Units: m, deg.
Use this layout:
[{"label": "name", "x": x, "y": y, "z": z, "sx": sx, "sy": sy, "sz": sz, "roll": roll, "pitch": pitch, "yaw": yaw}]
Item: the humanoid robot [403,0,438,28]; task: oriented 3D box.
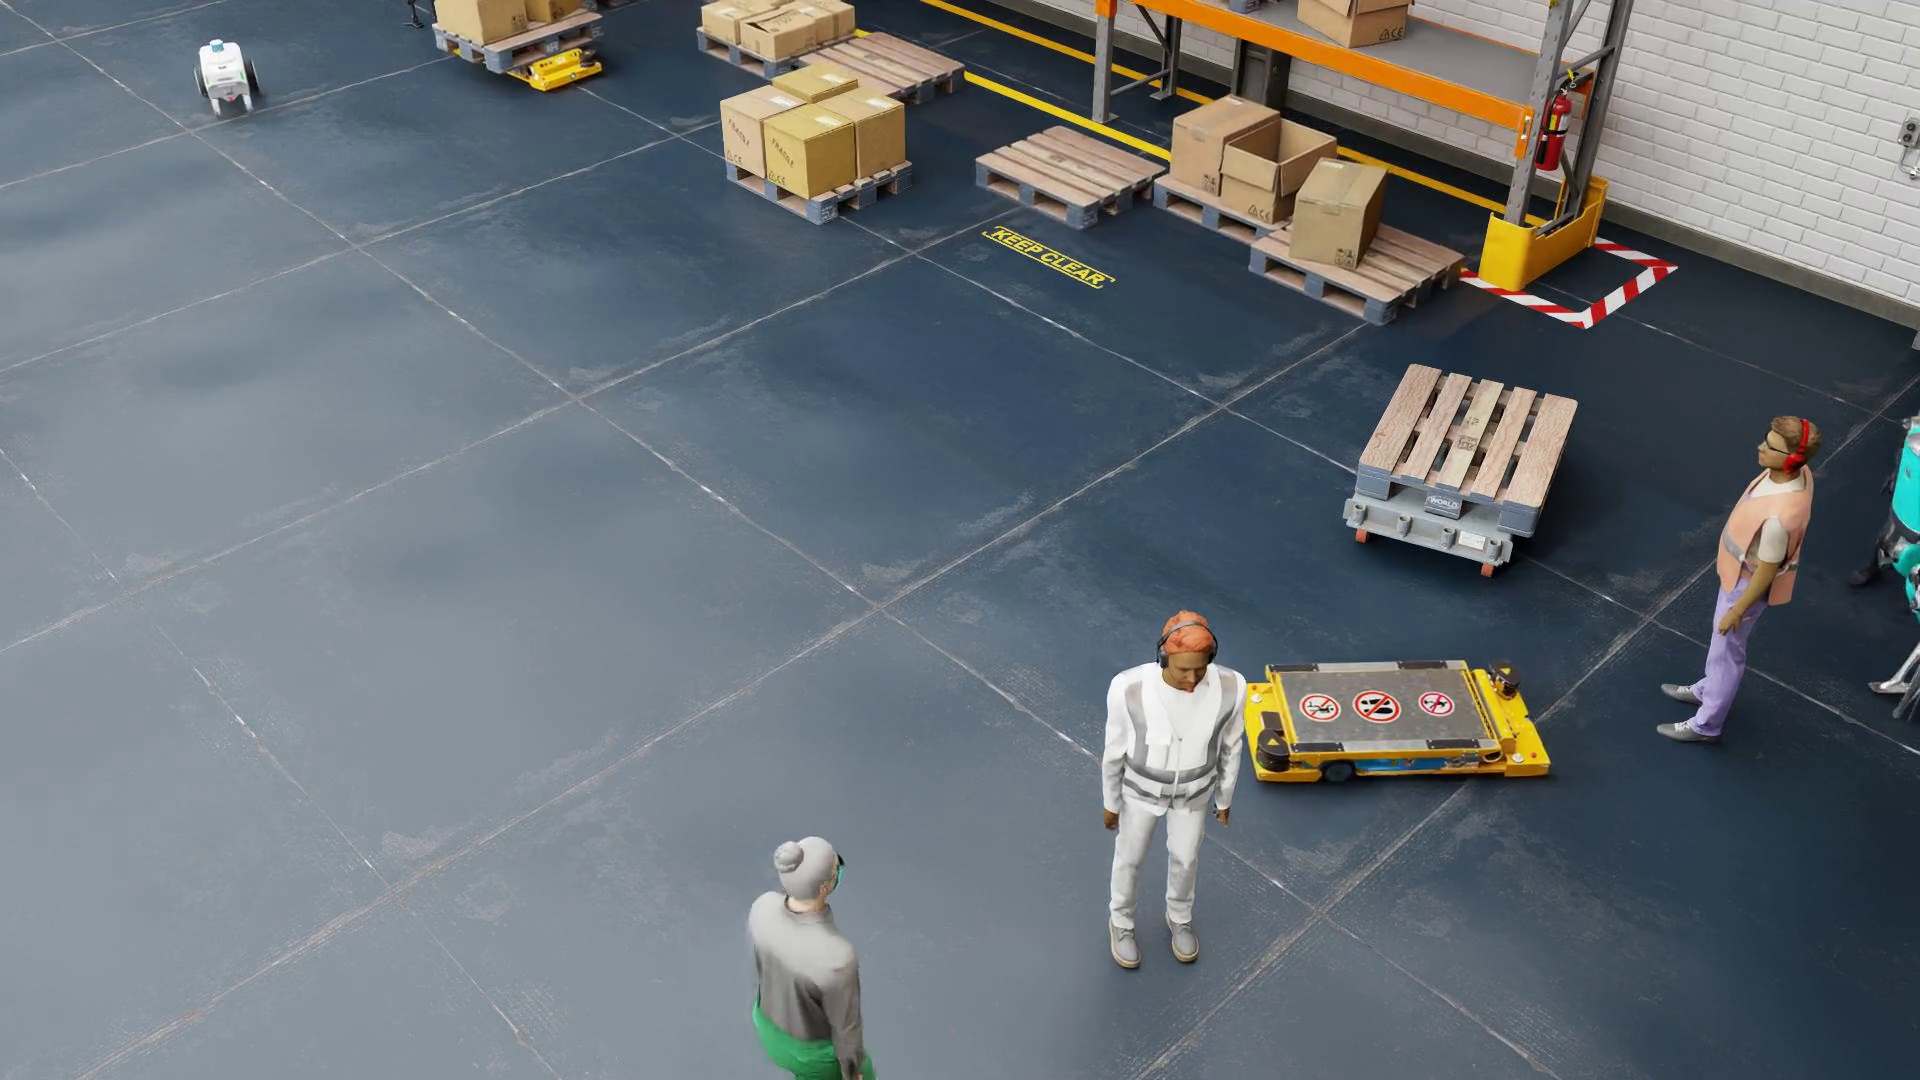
[{"label": "humanoid robot", "x": -5.370, "y": -5.815, "z": 16.053, "sx": 0.599, "sy": 1.655, "sz": 0.315, "roll": -30, "pitch": 46, "yaw": -33}]

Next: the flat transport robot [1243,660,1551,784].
[{"label": "flat transport robot", "x": 2.152, "y": 0.907, "z": 8.332, "sx": 1.431, "sy": 0.231, "sz": 0.659, "roll": -1, "pitch": 37, "yaw": -2}]

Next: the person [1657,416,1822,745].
[{"label": "person", "x": 3.762, "y": 0.206, "z": 7.948, "sx": 0.386, "sy": 1.849, "sz": 0.567, "roll": 15, "pitch": 40, "yaw": 19}]

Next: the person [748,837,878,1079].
[{"label": "person", "x": -0.552, "y": 1.758, "z": 5.911, "sx": 0.522, "sy": 1.827, "sz": 0.488, "roll": 28, "pitch": 45, "yaw": 32}]

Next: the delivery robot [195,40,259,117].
[{"label": "delivery robot", "x": -6.538, "y": -4.142, "z": 14.795, "sx": 0.499, "sy": 0.613, "sz": 0.790, "roll": -14, "pitch": 39, "yaw": -18}]

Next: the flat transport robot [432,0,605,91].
[{"label": "flat transport robot", "x": -4.070, "y": -4.545, "z": 15.551, "sx": 1.431, "sy": 0.231, "sz": 0.659, "roll": 28, "pitch": 45, "yaw": 32}]

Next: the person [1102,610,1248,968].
[{"label": "person", "x": 0.856, "y": 1.034, "z": 6.836, "sx": 0.565, "sy": 1.878, "sz": 0.354, "roll": -1, "pitch": 37, "yaw": -2}]

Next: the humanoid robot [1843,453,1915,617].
[{"label": "humanoid robot", "x": 5.203, "y": -0.281, "z": 8.749, "sx": 0.391, "sy": 1.640, "sz": 0.608, "roll": -27, "pitch": 45, "yaw": -31}]

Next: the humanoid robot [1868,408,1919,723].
[{"label": "humanoid robot", "x": 4.829, "y": 0.142, "z": 8.192, "sx": 0.764, "sy": 1.849, "sz": 0.562, "roll": 1, "pitch": 37, "yaw": 1}]
